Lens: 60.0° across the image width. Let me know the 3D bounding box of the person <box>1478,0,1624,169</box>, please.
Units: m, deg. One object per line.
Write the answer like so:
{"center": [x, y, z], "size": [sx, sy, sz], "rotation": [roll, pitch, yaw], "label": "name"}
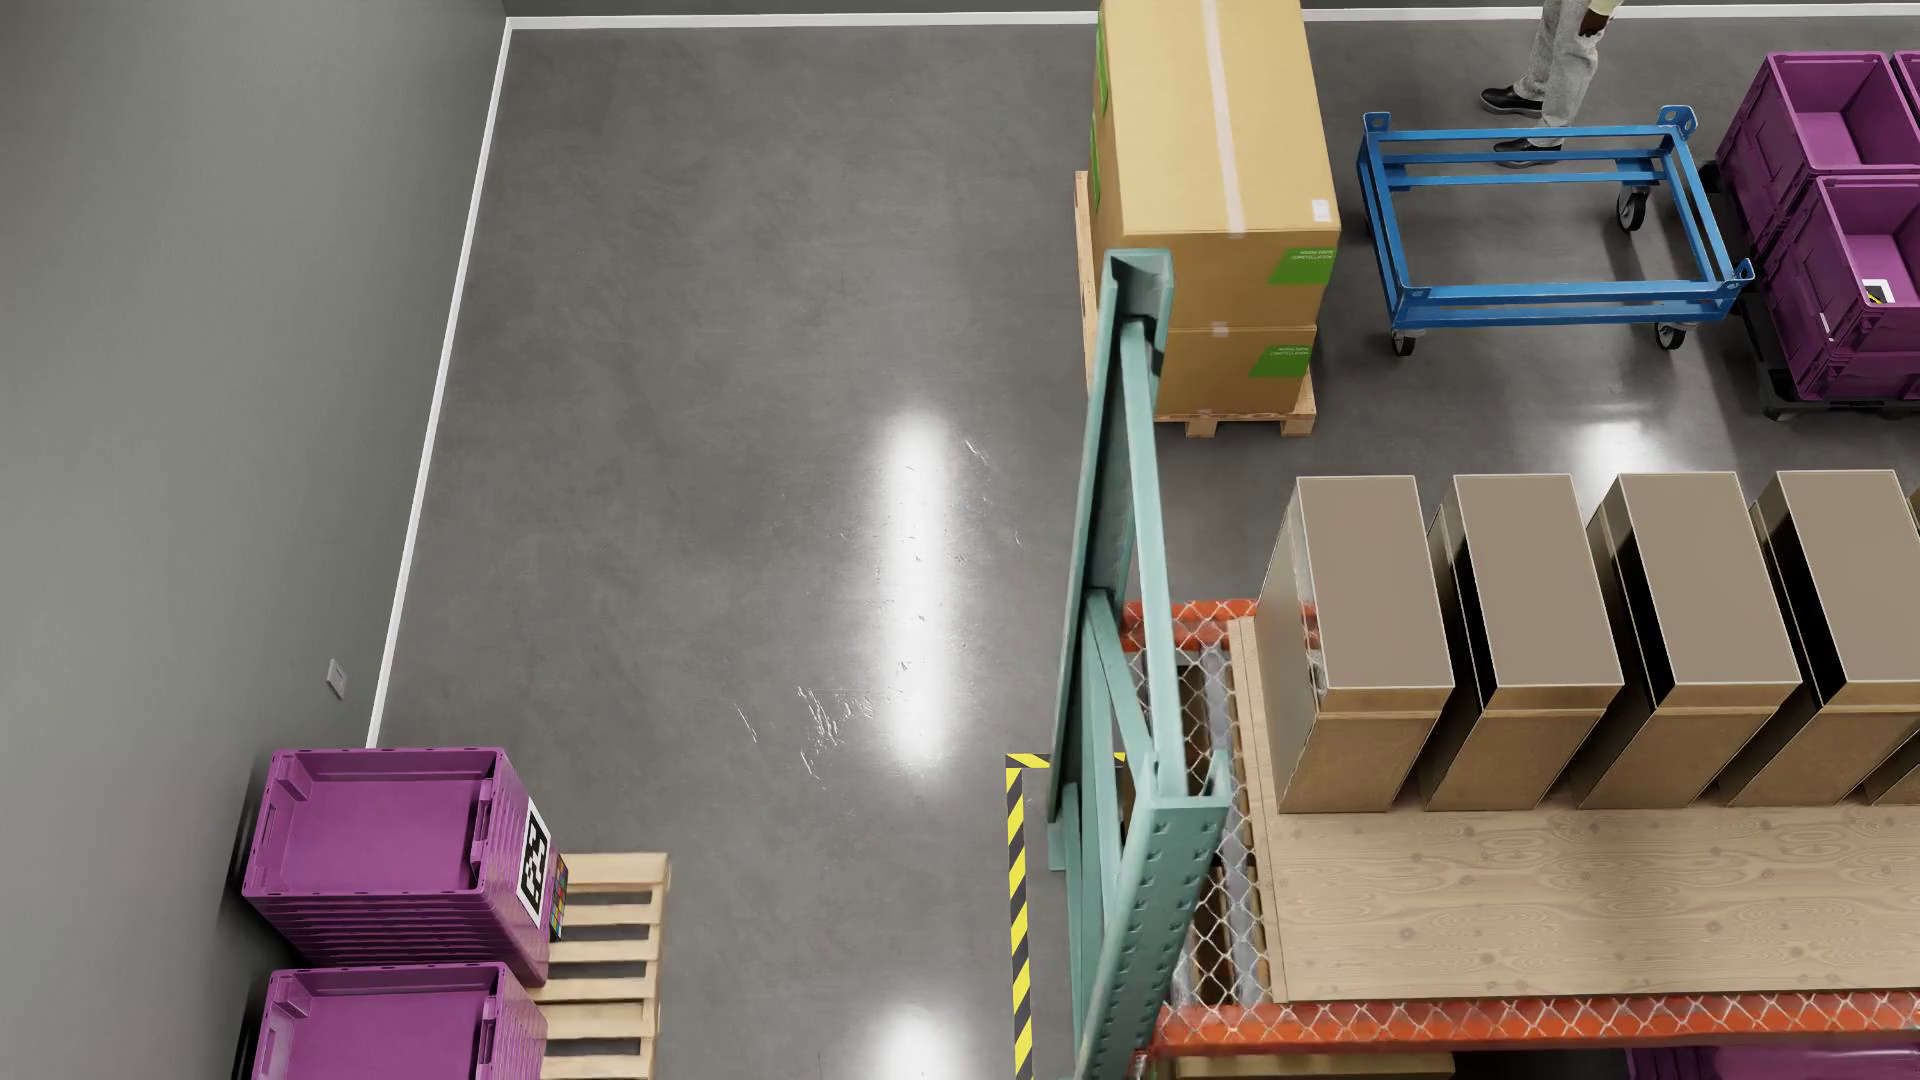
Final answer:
{"center": [2.304, -2.152, 6.082], "size": [0.404, 1.830, 0.602], "rotation": [2, 58, 1], "label": "person"}
